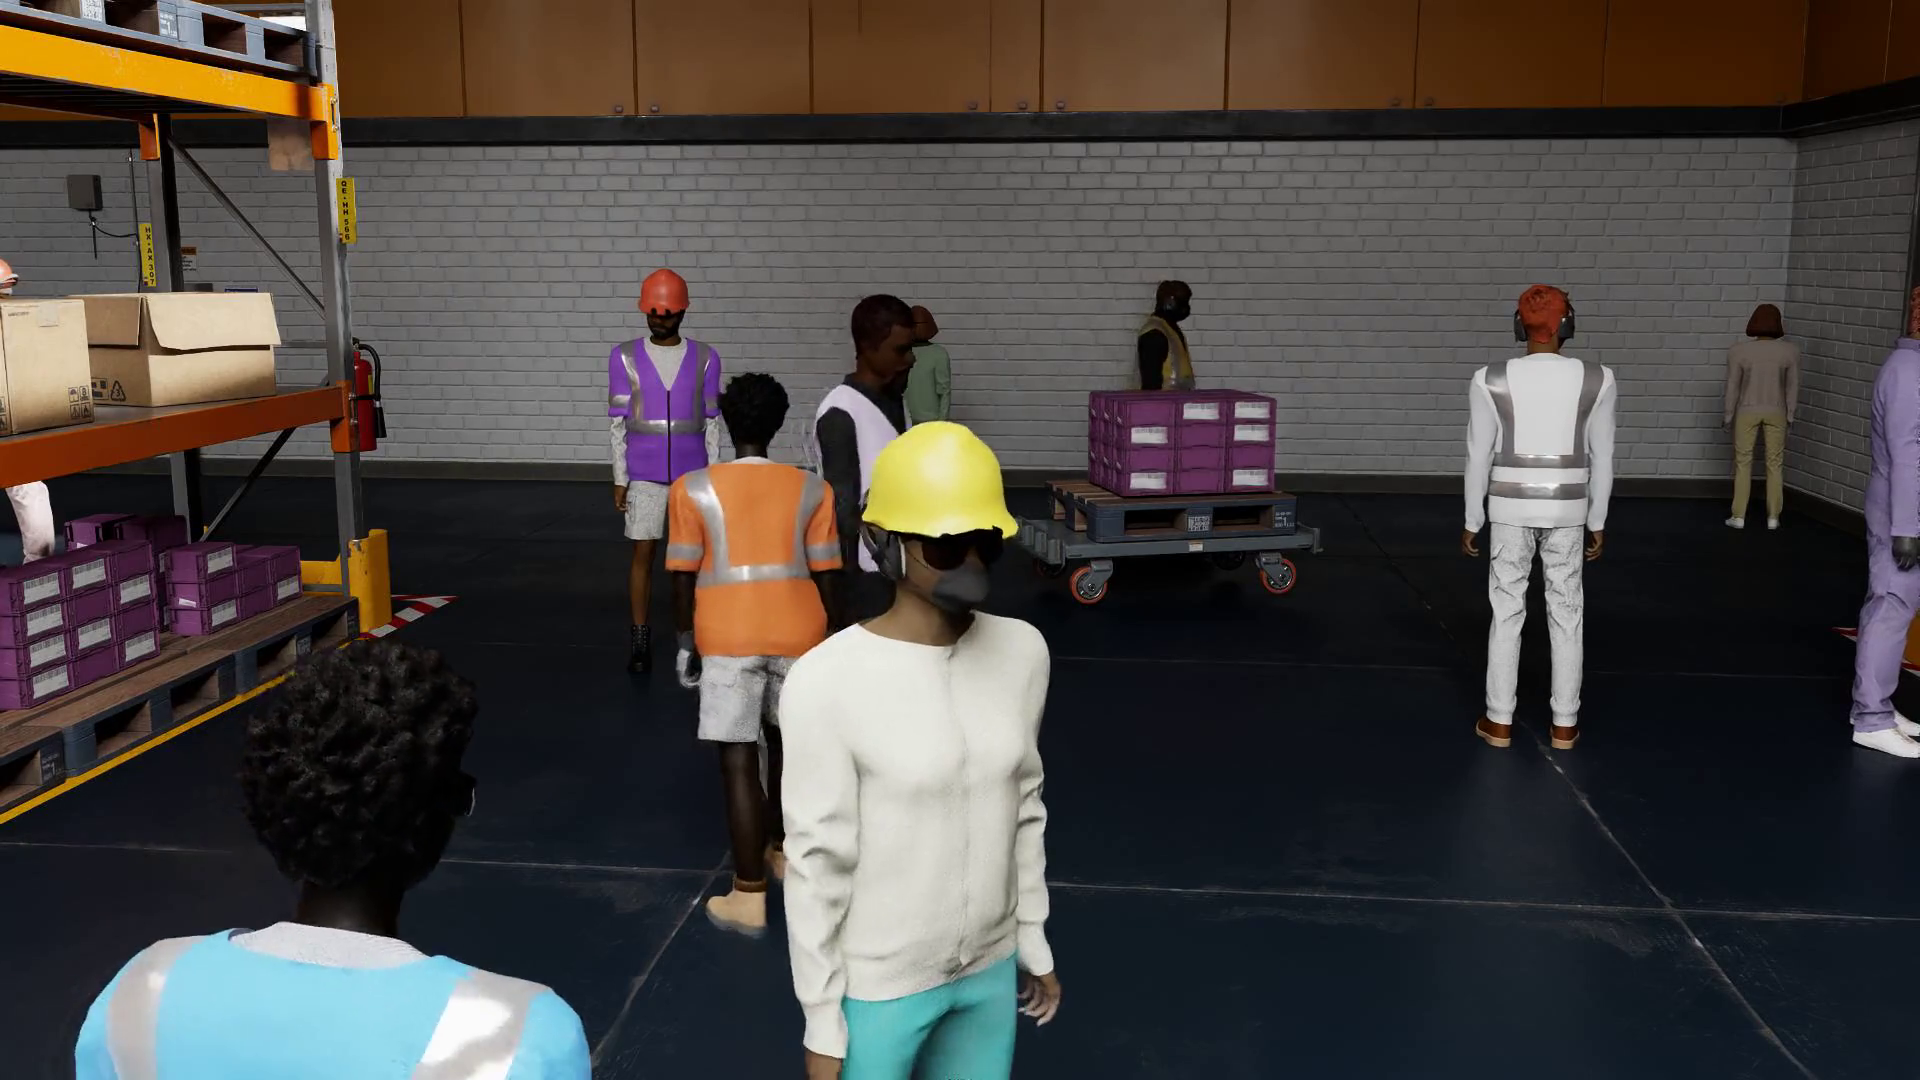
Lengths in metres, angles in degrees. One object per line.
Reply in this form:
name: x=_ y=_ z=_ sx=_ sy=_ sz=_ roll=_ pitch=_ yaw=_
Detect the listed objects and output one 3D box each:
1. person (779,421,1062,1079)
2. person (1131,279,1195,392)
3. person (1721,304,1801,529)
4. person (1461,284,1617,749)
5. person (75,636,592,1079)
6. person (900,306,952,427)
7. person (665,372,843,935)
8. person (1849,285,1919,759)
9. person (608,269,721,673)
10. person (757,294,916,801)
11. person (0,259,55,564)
person: x=-0.046 y=0.690 z=2.655 sx=0.530 sy=1.768 sz=0.331 roll=-8 pitch=13 yaw=-39
person: x=1.406 y=-0.875 z=11.453 sx=0.449 sy=1.821 sz=0.641 roll=3 pitch=10 yaw=18
person: x=5.797 y=-0.889 z=12.061 sx=0.498 sy=1.634 sz=0.282 roll=3 pitch=10 yaw=15
person: x=2.335 y=-0.085 z=6.749 sx=0.574 sy=1.884 sz=0.360 roll=2 pitch=10 yaw=12
person: x=-0.599 y=0.919 z=1.663 sx=0.540 sy=1.638 sz=0.888 roll=3 pitch=10 yaw=16
person: x=-0.286 y=-0.829 z=11.722 sx=0.507 sy=1.633 sz=0.276 roll=8 pitch=13 yaw=38
person: x=-0.612 y=0.328 z=5.079 sx=0.540 sy=1.645 sz=0.605 roll=-4 pitch=11 yaw=-21
person: x=3.869 y=-0.090 z=6.724 sx=0.400 sy=1.903 sz=0.644 roll=6 pitch=11 yaw=30
person: x=-1.400 y=-0.323 z=7.979 sx=0.542 sy=1.930 sz=0.374 roll=-3 pitch=10 yaw=-16
person: x=-0.377 y=0.108 z=5.672 sx=0.753 sy=1.886 sz=0.598 roll=3 pitch=10 yaw=16
person: x=-5.638 y=-0.684 z=9.863 sx=0.393 sy=1.990 sz=0.617 roll=-4 pitch=11 yaw=-19
